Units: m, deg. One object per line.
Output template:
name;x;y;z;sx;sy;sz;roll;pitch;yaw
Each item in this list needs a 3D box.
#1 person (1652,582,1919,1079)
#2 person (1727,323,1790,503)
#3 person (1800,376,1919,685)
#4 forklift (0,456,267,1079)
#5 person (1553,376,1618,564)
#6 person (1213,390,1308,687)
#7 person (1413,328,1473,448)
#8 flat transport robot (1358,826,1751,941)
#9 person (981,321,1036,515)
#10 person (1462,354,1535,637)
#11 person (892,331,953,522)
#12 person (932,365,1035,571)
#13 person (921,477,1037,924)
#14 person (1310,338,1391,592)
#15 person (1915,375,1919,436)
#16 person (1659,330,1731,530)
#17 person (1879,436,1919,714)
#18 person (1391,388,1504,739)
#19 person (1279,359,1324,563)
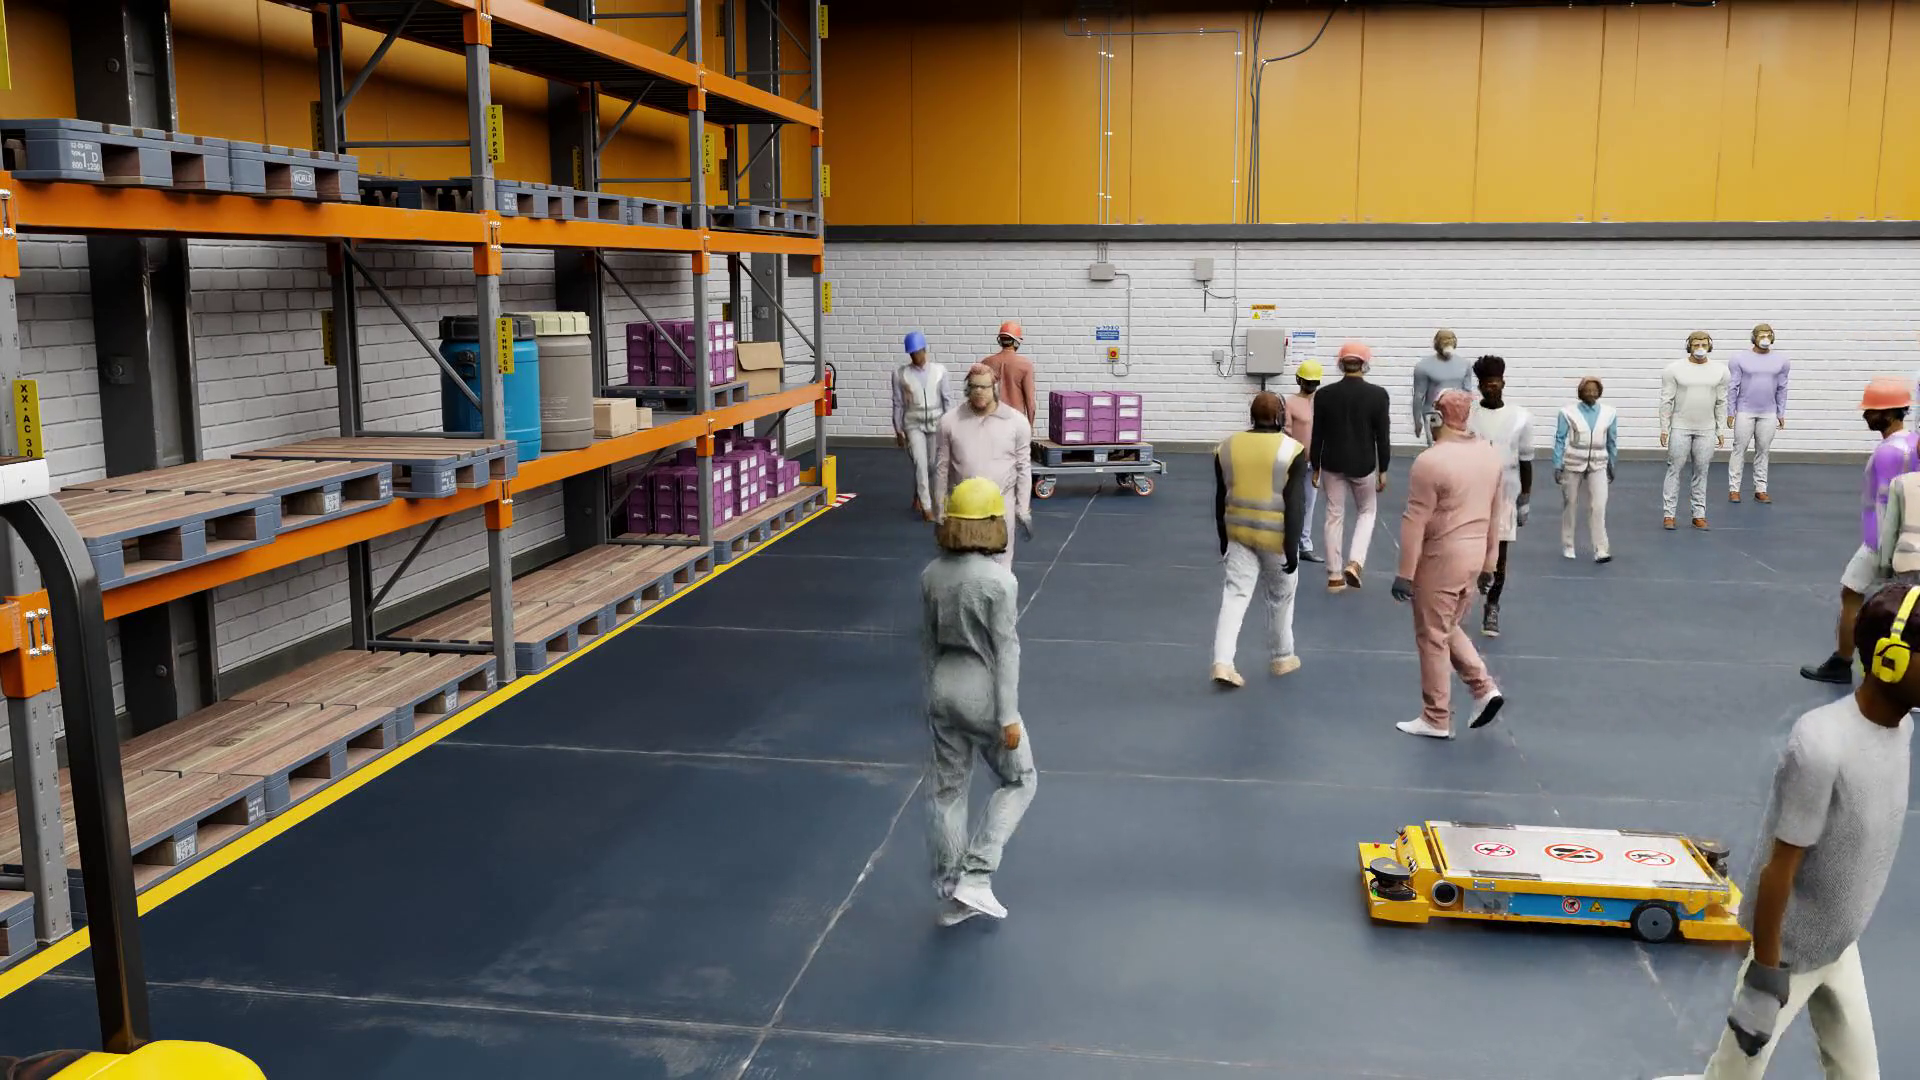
person;1.931;0.962;4.017;0.550;1.825;0.894;-7;12;-37
person;8.601;-1.363;17.969;0.631;1.940;0.372;1;9;9
person;5.544;-0.013;9.783;0.561;1.900;0.942;-8;12;-41
forklift;-2.328;0.975;2.765;2.313;2.155;1.214;1;9;9
person;5.366;-0.591;14.232;0.551;1.599;0.827;1;9;7
person;1.800;-0.009;10.090;0.628;1.800;0.961;6;11;34
person;5.023;-1.265;17.430;0.639;1.918;0.625;-2;9;-10
flat transport robot;2.325;1.321;6.541;1.431;0.197;0.652;1;9;9
person;0.501;-1.249;17.124;0.614;1.986;0.401;4;10;22
person;3.651;-0.324;11.545;0.611;1.944;0.558;2;9;11
person;-0.397;-1.168;16.872;0.614;1.910;0.887;-2;9;-13
person;0.152;-0.205;11.006;0.686;1.898;0.425;1;9;6
person;0.065;0.619;6.358;0.512;1.726;0.377;9;13;43
person;3.045;-0.577;12.987;0.640;1.975;0.459;4;10;23
person;9.524;-1.043;16.073;0.551;1.917;0.738;5;10;27
person;7.088;-1.058;16.088;0.631;1.940;0.372;1;9;9
person;5.595;0.176;9.480;0.778;1.596;0.544;-4;10;-24
person;2.601;0.137;8.876;0.648;1.888;0.465;-8;12;-41
person;2.942;-0.661;14.200;0.523;1.760;0.328;-5;10;-28
